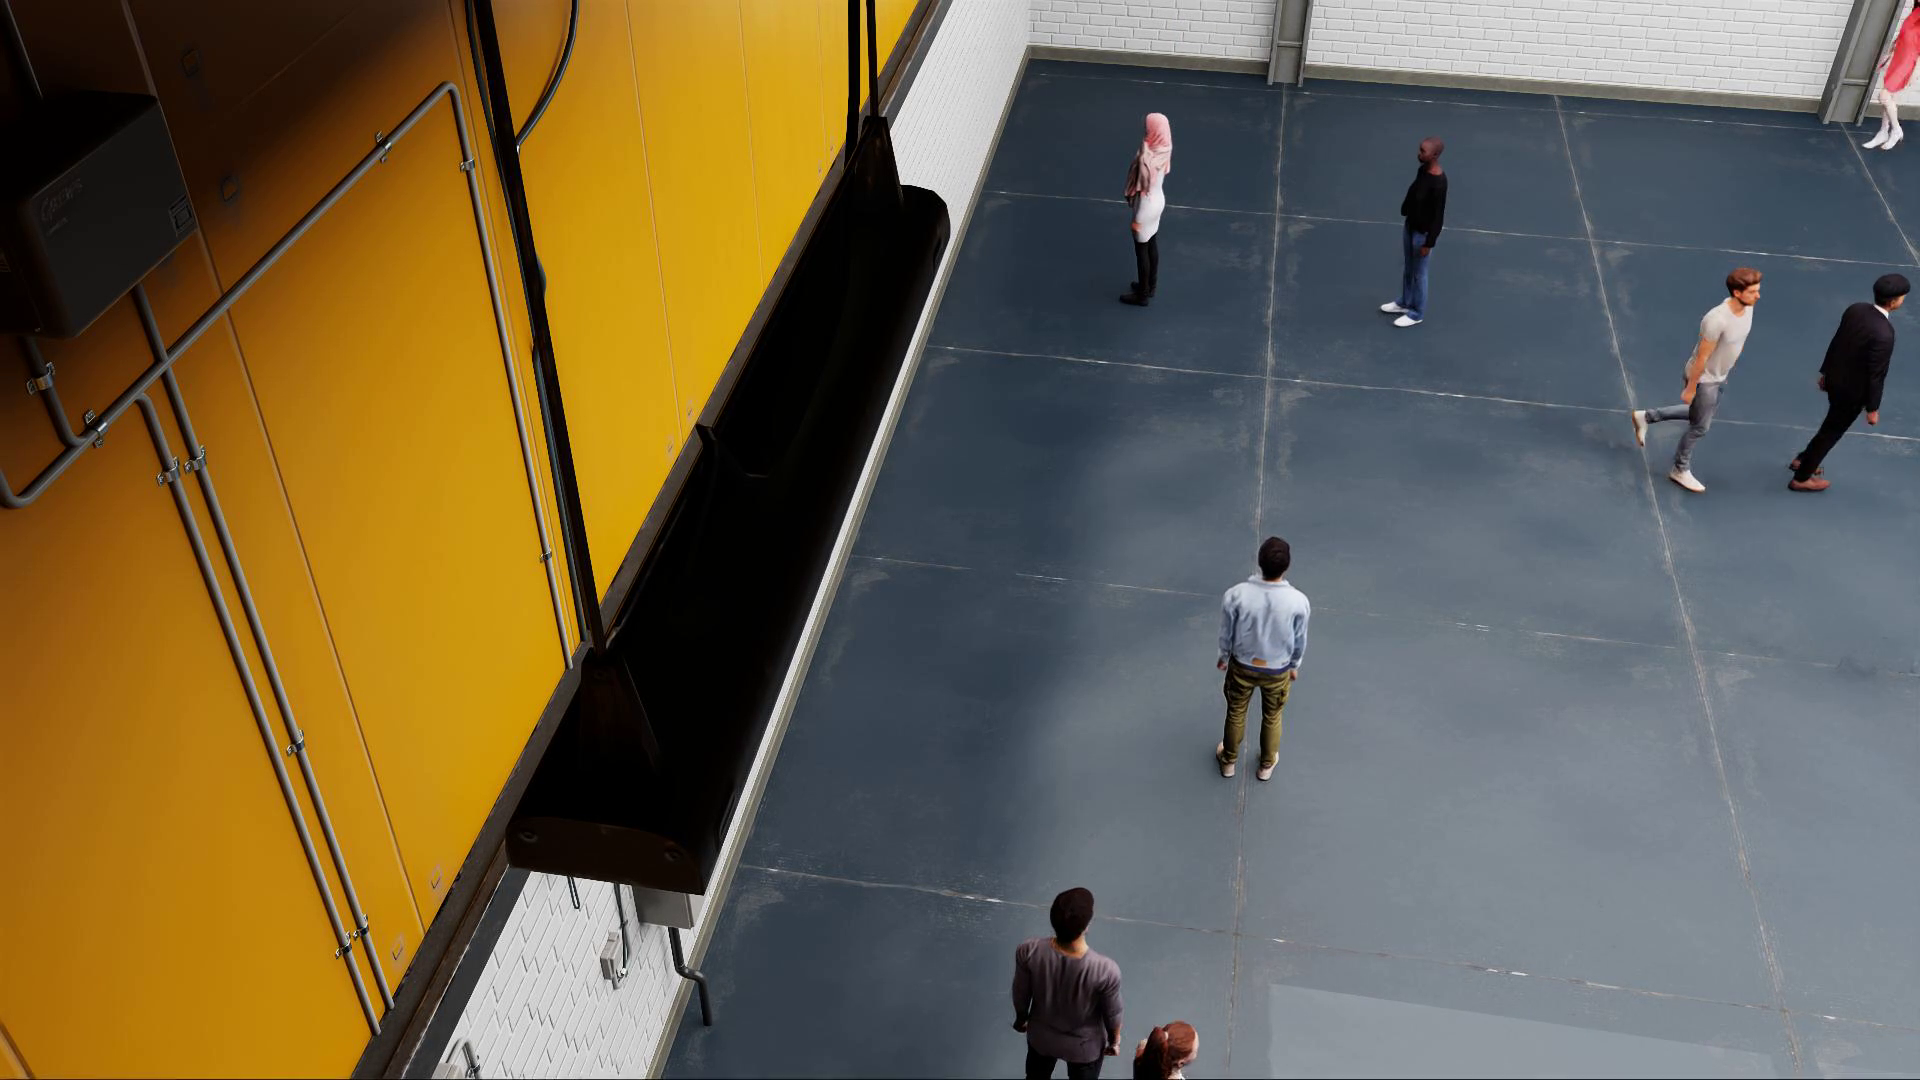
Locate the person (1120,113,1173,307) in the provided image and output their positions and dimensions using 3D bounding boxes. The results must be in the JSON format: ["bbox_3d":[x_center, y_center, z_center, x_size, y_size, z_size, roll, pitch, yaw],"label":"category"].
[{"bbox_3d":[1.657,-2.911,14.636,0.708,1.804,0.708,19,43,23],"label":"person"}]

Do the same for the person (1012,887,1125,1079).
[{"bbox_3d":[0.507,2.351,8.010,0.505,1.851,0.766,11,40,14],"label":"person"}]

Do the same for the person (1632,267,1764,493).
[{"bbox_3d":[5.541,-1.259,12.513,1.019,1.873,1.120,-28,46,-31],"label":"person"}]

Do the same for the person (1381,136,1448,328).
[{"bbox_3d":[3.992,-2.676,14.387,0.669,1.748,0.672,-8,39,-10],"label":"person"}]

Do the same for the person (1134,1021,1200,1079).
[{"bbox_3d":[0.804,2.781,7.581,1.109,1.714,0.894,-10,40,-12],"label":"person"}]

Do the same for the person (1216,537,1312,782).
[{"bbox_3d":[1.815,0.739,10.061,0.477,1.810,0.723,6,39,8],"label":"person"}]

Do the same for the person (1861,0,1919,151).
[{"bbox_3d":[9.758,-4.842,17.046,0.620,1.815,0.595,5,39,6],"label":"person"}]

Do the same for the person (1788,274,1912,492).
[{"bbox_3d":[6.507,-1.135,12.360,0.633,1.869,0.737,1,39,1],"label":"person"}]
